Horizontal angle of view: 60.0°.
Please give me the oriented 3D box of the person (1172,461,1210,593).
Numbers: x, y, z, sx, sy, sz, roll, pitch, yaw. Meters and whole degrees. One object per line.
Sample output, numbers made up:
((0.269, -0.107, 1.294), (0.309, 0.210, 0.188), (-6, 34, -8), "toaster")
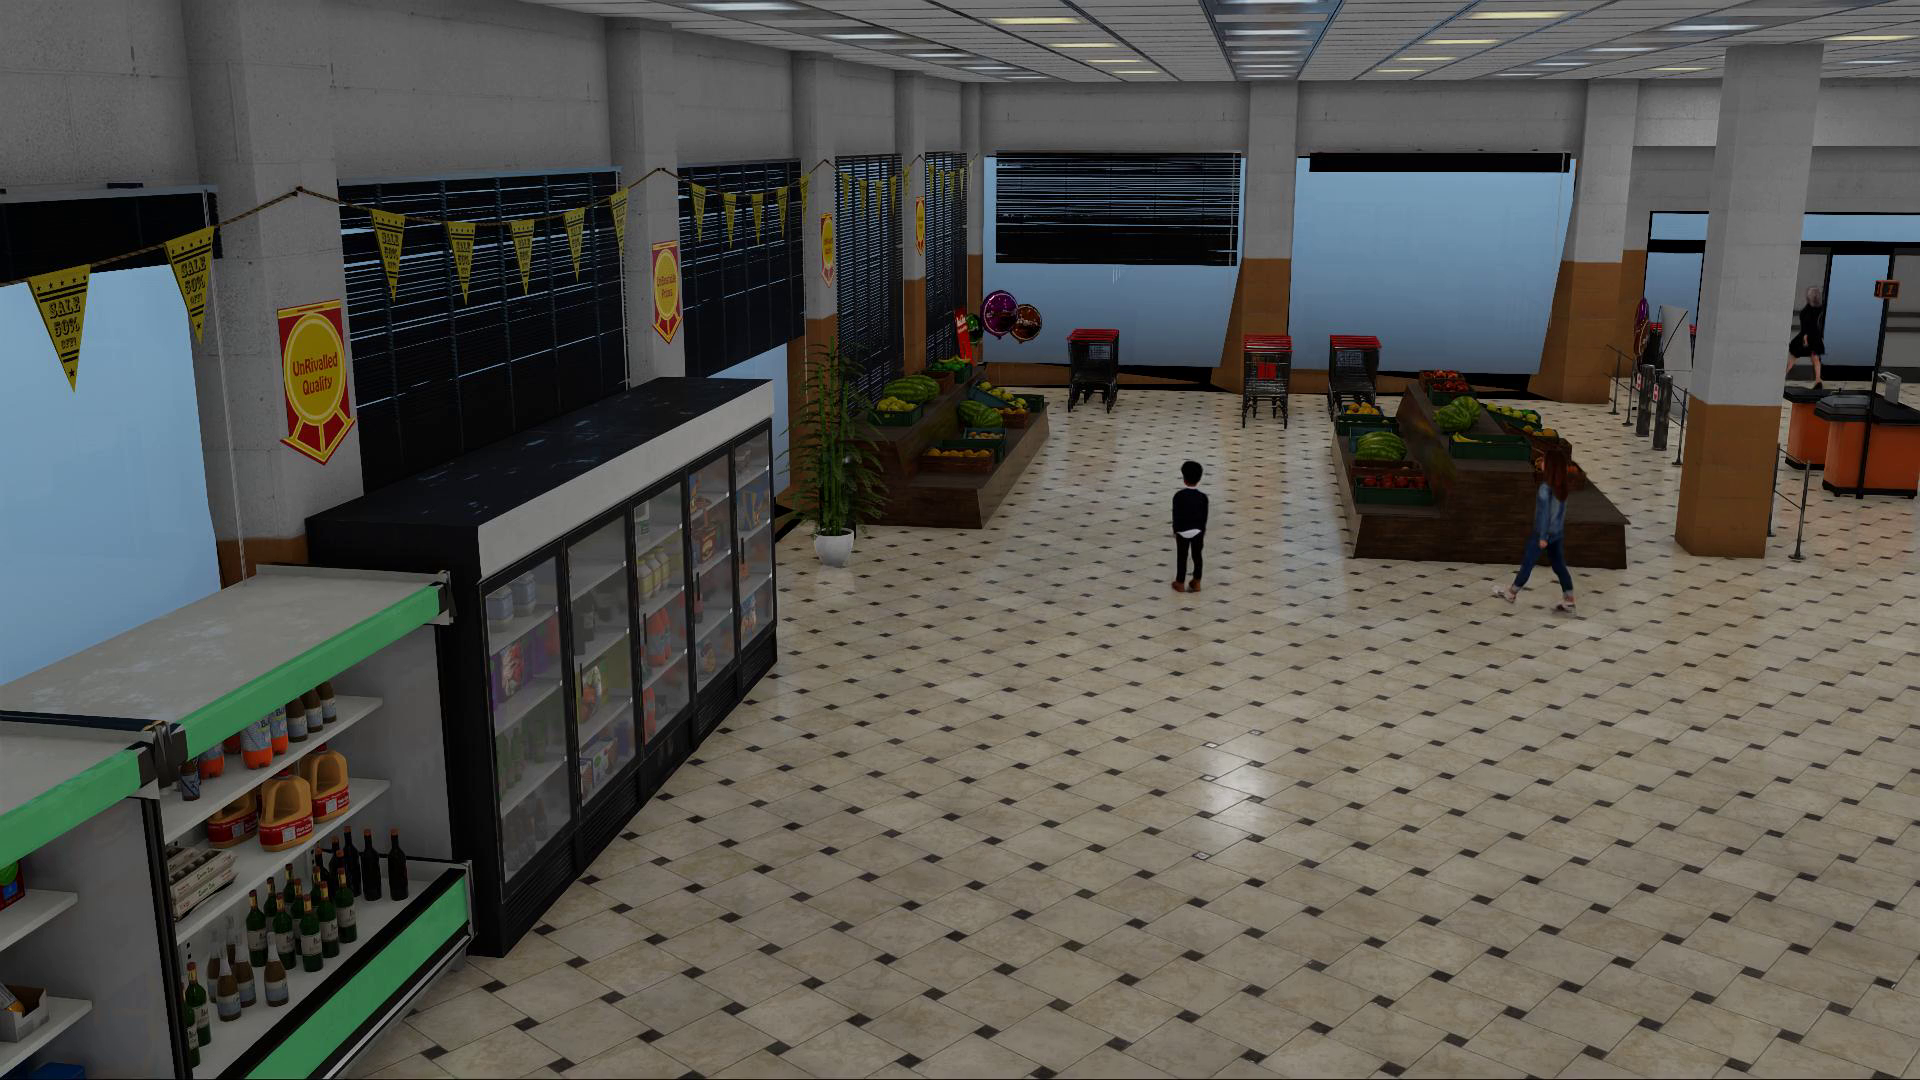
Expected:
((2.144, -0.124, 15.472), (0.563, 1.220, 0.573), (-3, 14, -13), "person")

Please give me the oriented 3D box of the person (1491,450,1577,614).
((5.260, -0.041, 14.660), (1.011, 1.443, 0.999), (-13, 19, -43), "person")

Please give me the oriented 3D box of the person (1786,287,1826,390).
((14.075, -3.270, 27.433), (1.090, 1.696, 1.220), (-8, 16, -29), "person")
